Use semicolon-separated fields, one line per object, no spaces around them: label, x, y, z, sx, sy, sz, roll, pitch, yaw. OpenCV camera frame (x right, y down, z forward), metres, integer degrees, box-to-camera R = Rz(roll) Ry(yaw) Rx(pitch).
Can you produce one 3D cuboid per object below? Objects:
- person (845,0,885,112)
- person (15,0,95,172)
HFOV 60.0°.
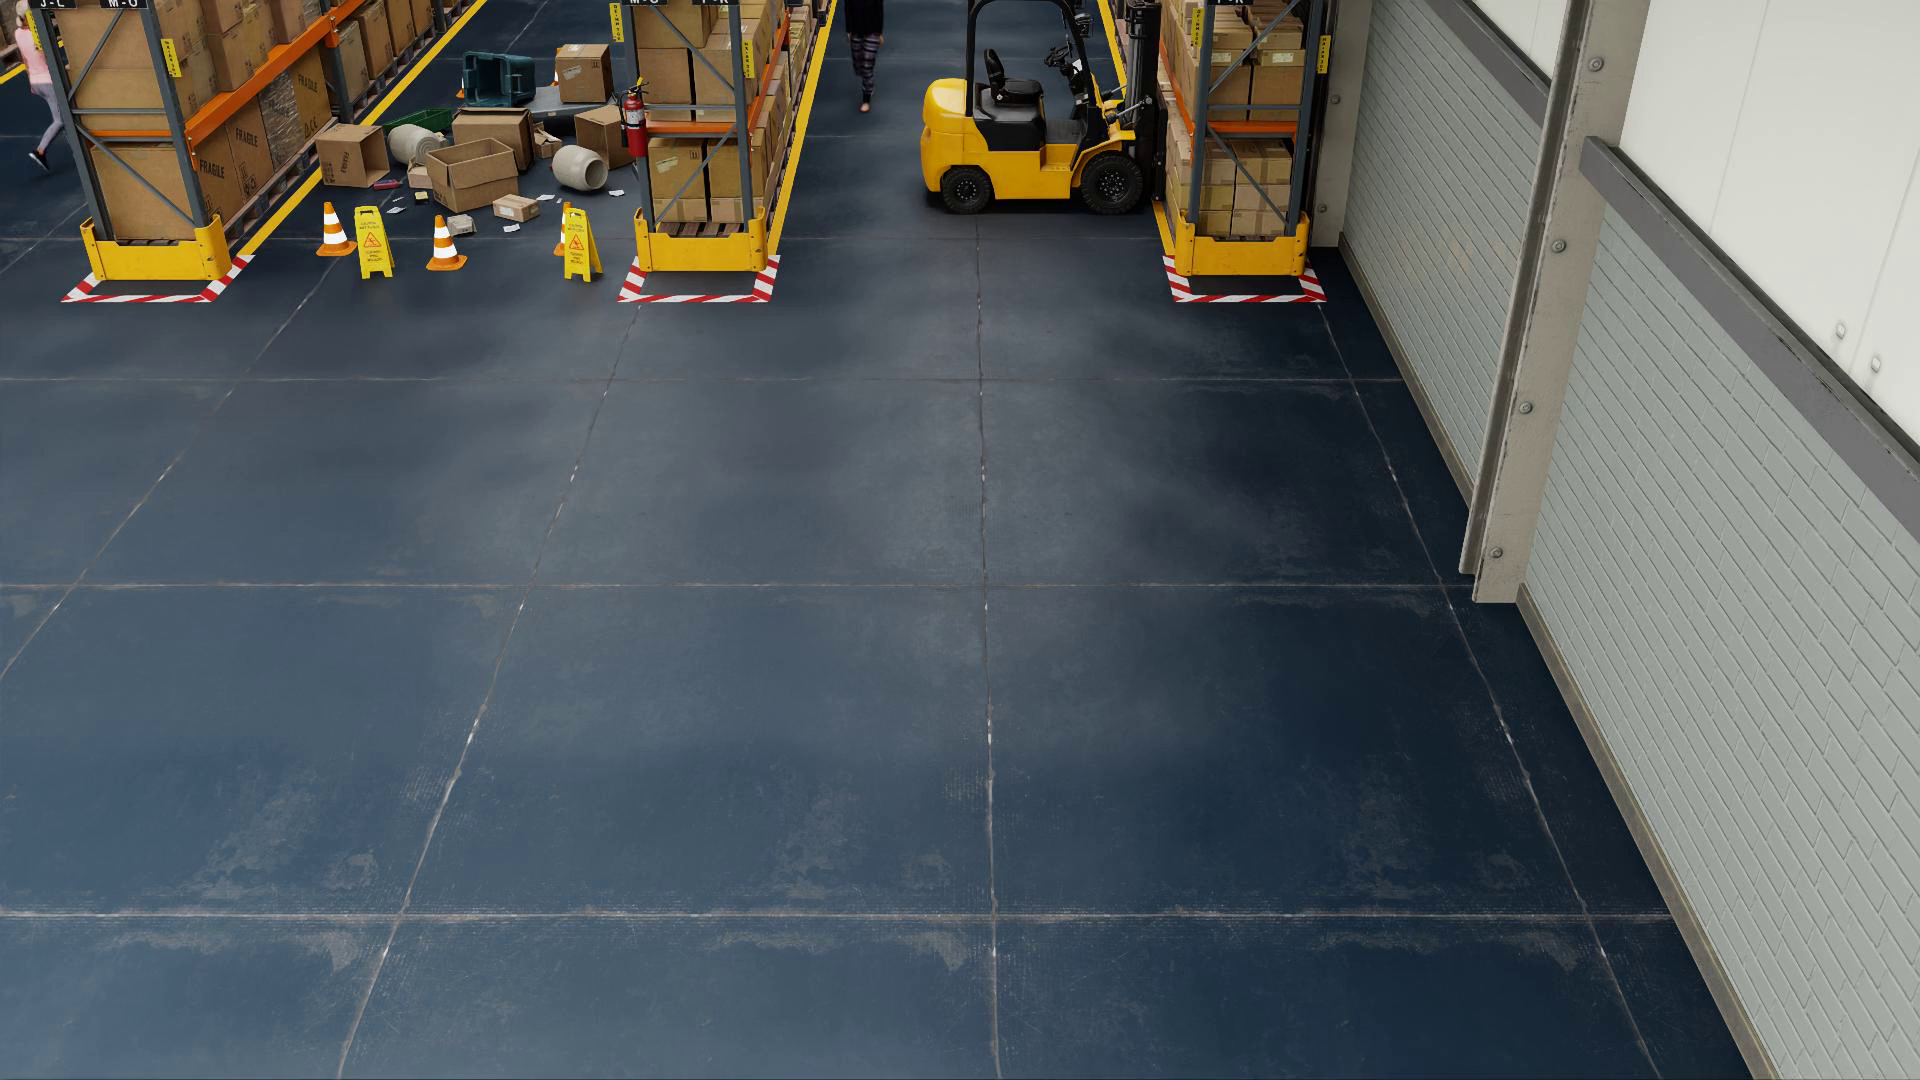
person;-1.072;-5.817;19.015;0.676;1.719;0.889;4;32;7
person;-9.530;-4.686;17.243;0.845;1.698;1.134;13;34;19
